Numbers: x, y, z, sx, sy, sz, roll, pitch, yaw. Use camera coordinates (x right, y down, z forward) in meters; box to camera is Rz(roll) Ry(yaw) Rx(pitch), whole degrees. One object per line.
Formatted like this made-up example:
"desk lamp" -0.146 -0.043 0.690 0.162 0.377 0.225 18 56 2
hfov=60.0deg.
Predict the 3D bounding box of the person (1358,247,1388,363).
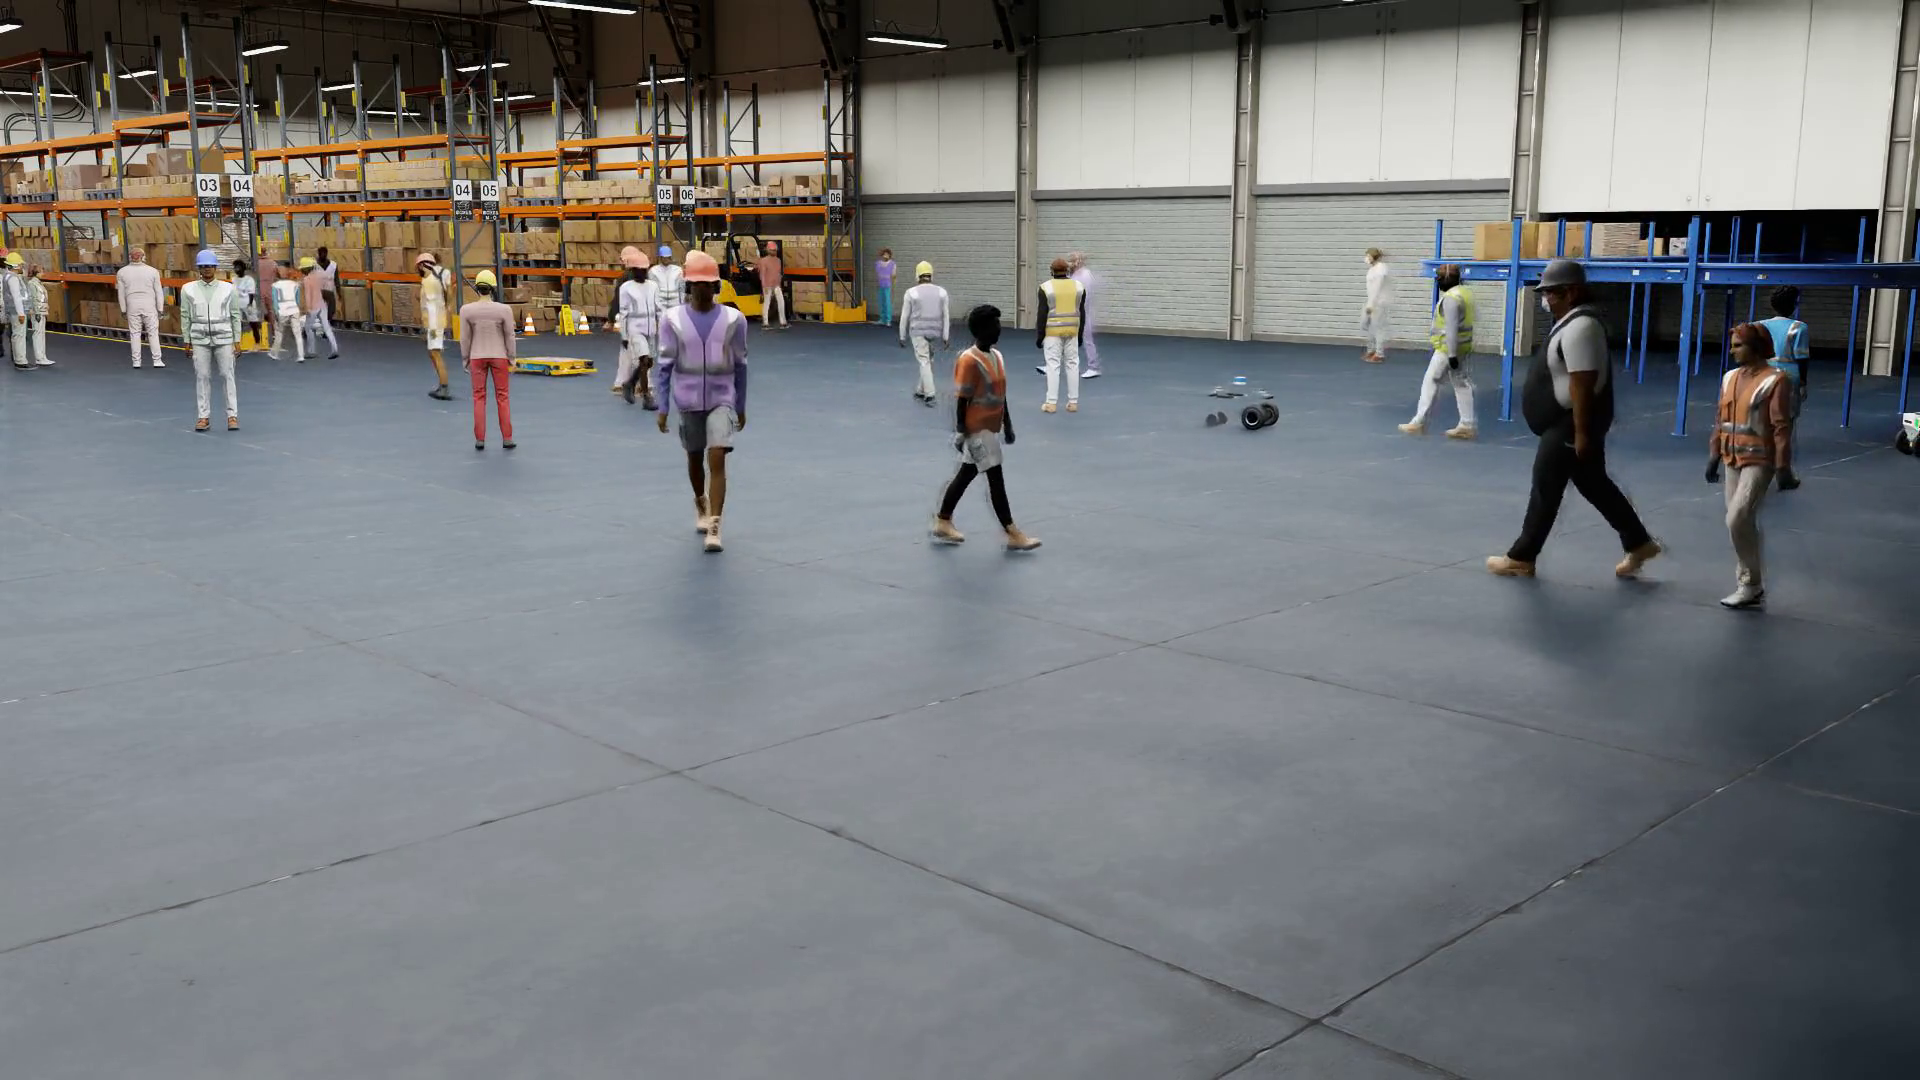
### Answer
"person" 6.868 -3.905 27.658 0.520 1.916 0.628 0 10 -3

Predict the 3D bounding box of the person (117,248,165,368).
"person" -13.078 -3.705 26.596 0.654 1.906 0.408 -3 11 -18

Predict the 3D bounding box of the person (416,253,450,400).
"person" -6.865 -2.781 21.645 0.389 1.881 0.783 -2 11 -13

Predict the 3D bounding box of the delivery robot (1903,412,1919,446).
"delivery robot" 9.458 -1.097 15.926 0.707 0.478 0.477 2 10 9

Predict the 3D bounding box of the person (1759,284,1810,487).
"person" 6.934 -1.309 14.104 0.319 1.697 0.533 -7 12 -33

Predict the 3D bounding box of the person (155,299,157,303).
"person" -20.734 -6.635 42.550 0.531 1.943 0.644 9 14 41

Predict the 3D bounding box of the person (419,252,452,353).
"person" -9.536 -4.318 30.212 0.542 1.797 0.940 -6 12 -31

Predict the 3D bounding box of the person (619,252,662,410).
"person" -3.964 -2.584 20.472 0.850 1.913 0.544 10 14 44

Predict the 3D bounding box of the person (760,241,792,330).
"person" -4.129 -5.665 37.141 0.898 1.959 0.634 10 14 42

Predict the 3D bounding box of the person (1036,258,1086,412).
"person" 1.207 -2.471 20.061 0.619 1.839 0.430 -4 11 -19

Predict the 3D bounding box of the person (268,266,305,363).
"person" -11.287 -3.775 27.844 0.862 1.594 0.535 9 14 41

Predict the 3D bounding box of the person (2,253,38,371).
"person" -14.842 -3.600 26.231 0.404 1.829 0.600 -8 13 -36

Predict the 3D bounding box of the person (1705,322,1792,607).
"person" 4.426 -0.417 9.429 0.442 1.618 0.530 -3 11 -14

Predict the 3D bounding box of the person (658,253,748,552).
"person" -1.772 -0.980 11.517 0.620 2.004 1.048 -1 10 -8

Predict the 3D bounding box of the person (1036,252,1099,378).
"person" 1.638 -3.309 24.578 1.026 1.850 0.653 -7 12 -32

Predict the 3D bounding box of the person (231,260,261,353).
"person" -12.842 -4.149 29.663 0.552 1.654 0.835 4 11 20

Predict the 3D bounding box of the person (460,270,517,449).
"person" -4.685 -1.792 16.549 0.535 1.767 0.315 -2 11 -9

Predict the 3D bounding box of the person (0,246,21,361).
"person" -16.161 -4.003 28.167 0.547 1.925 0.546 -9 14 -41

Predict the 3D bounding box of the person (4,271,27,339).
"person" -19.396 -4.983 34.091 0.522 1.713 0.916 -9 14 -41

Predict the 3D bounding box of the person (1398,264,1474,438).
"person" 5.038 -1.985 17.482 0.866 1.807 0.639 6 12 31

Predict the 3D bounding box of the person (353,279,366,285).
"person" -15.984 -6.818 44.400 0.774 1.602 0.510 5 12 27

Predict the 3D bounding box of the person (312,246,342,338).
"person" -13.311 -5.195 34.779 0.681 1.887 0.587 -8 13 -37

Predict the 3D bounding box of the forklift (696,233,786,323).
"forklift" -5.496 -6.489 41.108 2.313 2.155 1.214 -10 14 -44

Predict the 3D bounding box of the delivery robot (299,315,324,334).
"delivery robot" -13.448 -4.479 34.365 0.707 0.478 0.477 5 11 25

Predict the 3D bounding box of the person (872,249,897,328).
"person" -1.746 -5.813 38.386 0.713 1.799 0.442 8 13 36

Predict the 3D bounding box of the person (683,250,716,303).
"person" -3.501 -2.969 22.573 0.464 1.906 0.611 -1 10 -5

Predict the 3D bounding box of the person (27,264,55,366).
"person" -15.074 -3.684 27.218 0.307 1.639 0.513 -4 11 -18

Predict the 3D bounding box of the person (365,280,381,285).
"person" -15.389 -6.804 43.693 0.454 1.844 0.508 2 11 13

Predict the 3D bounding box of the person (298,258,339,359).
"person" -10.975 -3.940 28.363 0.729 1.727 0.594 3 11 18

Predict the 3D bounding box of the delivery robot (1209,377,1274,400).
"delivery robot" 3.126 -1.696 18.482 0.698 0.223 0.335 6 12 30

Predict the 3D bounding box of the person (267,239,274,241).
"person" -19.323 -7.421 46.581 0.976 1.996 0.637 0 10 -2

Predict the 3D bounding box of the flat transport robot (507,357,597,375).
"flat transport robot" -6.317 -2.695 25.667 1.431 0.197 0.652 8 13 38

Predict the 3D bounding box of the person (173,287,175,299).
"person" -21.696 -7.197 45.846 0.612 1.829 0.980 8 13 36

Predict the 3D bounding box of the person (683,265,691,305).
"person" -6.617 -6.059 39.965 0.514 1.698 0.857 -6 12 -31

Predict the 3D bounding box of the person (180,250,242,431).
"person" -8.152 -2.174 18.129 0.611 1.950 0.377 -3 11 -17

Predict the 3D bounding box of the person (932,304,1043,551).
"person" 0.150 -0.767 11.275 0.866 1.651 0.545 5 11 24

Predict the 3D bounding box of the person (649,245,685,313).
"person" -5.003 -4.049 28.399 0.606 1.936 0.463 -3 11 -16

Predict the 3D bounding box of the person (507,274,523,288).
"person" -12.358 -7.228 45.872 0.991 1.896 0.558 9 14 40

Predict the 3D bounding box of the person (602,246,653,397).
"person" -4.361 -2.869 21.896 0.678 1.956 0.679 3 11 15

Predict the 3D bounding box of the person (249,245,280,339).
"person" -14.124 -5.013 33.728 0.654 1.906 0.408 -9 14 -39

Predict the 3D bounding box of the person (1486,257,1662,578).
"person" 3.872 -0.759 10.281 0.987 2.000 0.717 4 11 22

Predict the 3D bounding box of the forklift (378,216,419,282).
"forklift" -17.868 -9.201 54.028 1.873 2.768 1.129 -10 14 -44

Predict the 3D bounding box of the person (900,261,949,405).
"person" -0.446 -2.600 20.907 0.609 1.789 0.921 -5 11 -24
